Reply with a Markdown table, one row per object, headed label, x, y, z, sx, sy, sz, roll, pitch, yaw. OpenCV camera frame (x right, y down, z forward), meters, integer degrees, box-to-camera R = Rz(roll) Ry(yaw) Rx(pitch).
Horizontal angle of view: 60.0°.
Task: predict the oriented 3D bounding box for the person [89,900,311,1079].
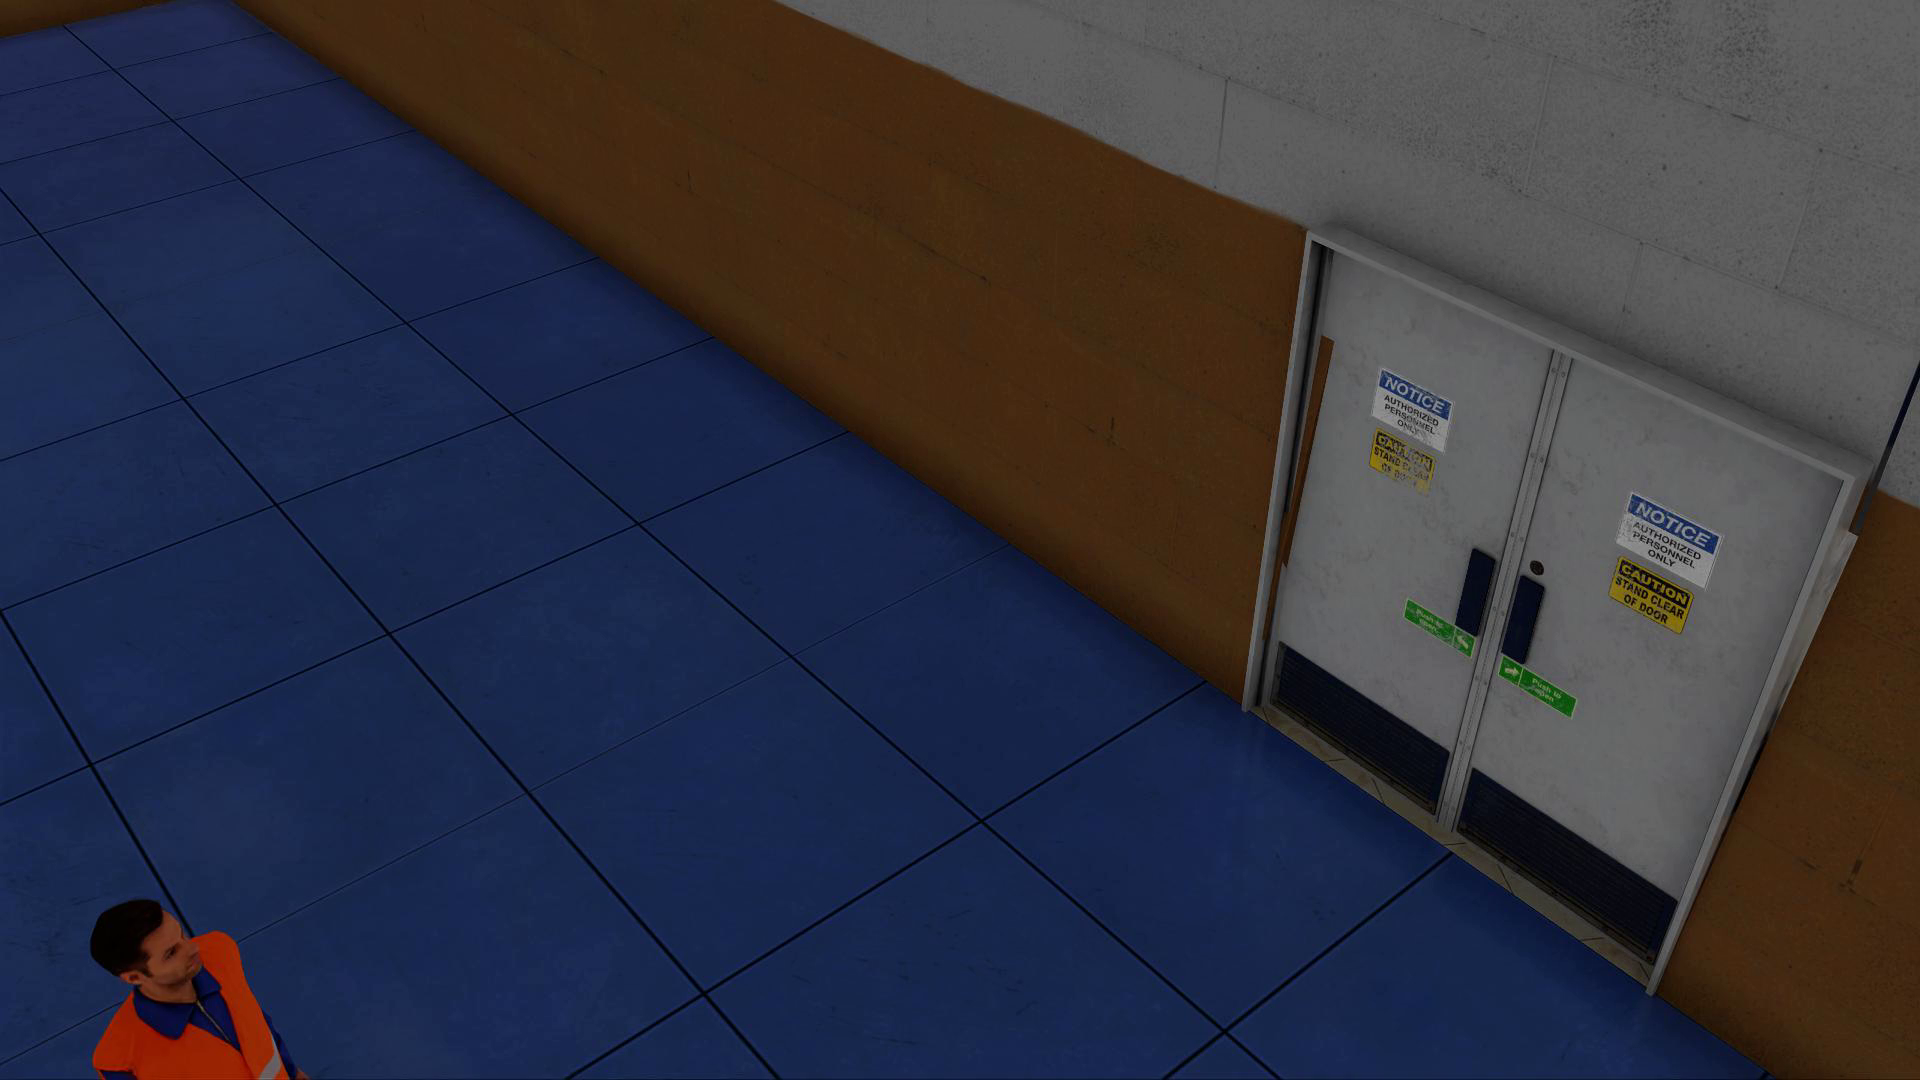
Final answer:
| label | x | y | z | sx | sy | sz | roll | pitch | yaw |
| --- | --- | --- | --- | --- | --- | --- | --- | --- | --- |
| person | -1.997 | 1.628 | 4.552 | 0.843 | 1.864 | 0.765 | 6 | 37 | 8 |
